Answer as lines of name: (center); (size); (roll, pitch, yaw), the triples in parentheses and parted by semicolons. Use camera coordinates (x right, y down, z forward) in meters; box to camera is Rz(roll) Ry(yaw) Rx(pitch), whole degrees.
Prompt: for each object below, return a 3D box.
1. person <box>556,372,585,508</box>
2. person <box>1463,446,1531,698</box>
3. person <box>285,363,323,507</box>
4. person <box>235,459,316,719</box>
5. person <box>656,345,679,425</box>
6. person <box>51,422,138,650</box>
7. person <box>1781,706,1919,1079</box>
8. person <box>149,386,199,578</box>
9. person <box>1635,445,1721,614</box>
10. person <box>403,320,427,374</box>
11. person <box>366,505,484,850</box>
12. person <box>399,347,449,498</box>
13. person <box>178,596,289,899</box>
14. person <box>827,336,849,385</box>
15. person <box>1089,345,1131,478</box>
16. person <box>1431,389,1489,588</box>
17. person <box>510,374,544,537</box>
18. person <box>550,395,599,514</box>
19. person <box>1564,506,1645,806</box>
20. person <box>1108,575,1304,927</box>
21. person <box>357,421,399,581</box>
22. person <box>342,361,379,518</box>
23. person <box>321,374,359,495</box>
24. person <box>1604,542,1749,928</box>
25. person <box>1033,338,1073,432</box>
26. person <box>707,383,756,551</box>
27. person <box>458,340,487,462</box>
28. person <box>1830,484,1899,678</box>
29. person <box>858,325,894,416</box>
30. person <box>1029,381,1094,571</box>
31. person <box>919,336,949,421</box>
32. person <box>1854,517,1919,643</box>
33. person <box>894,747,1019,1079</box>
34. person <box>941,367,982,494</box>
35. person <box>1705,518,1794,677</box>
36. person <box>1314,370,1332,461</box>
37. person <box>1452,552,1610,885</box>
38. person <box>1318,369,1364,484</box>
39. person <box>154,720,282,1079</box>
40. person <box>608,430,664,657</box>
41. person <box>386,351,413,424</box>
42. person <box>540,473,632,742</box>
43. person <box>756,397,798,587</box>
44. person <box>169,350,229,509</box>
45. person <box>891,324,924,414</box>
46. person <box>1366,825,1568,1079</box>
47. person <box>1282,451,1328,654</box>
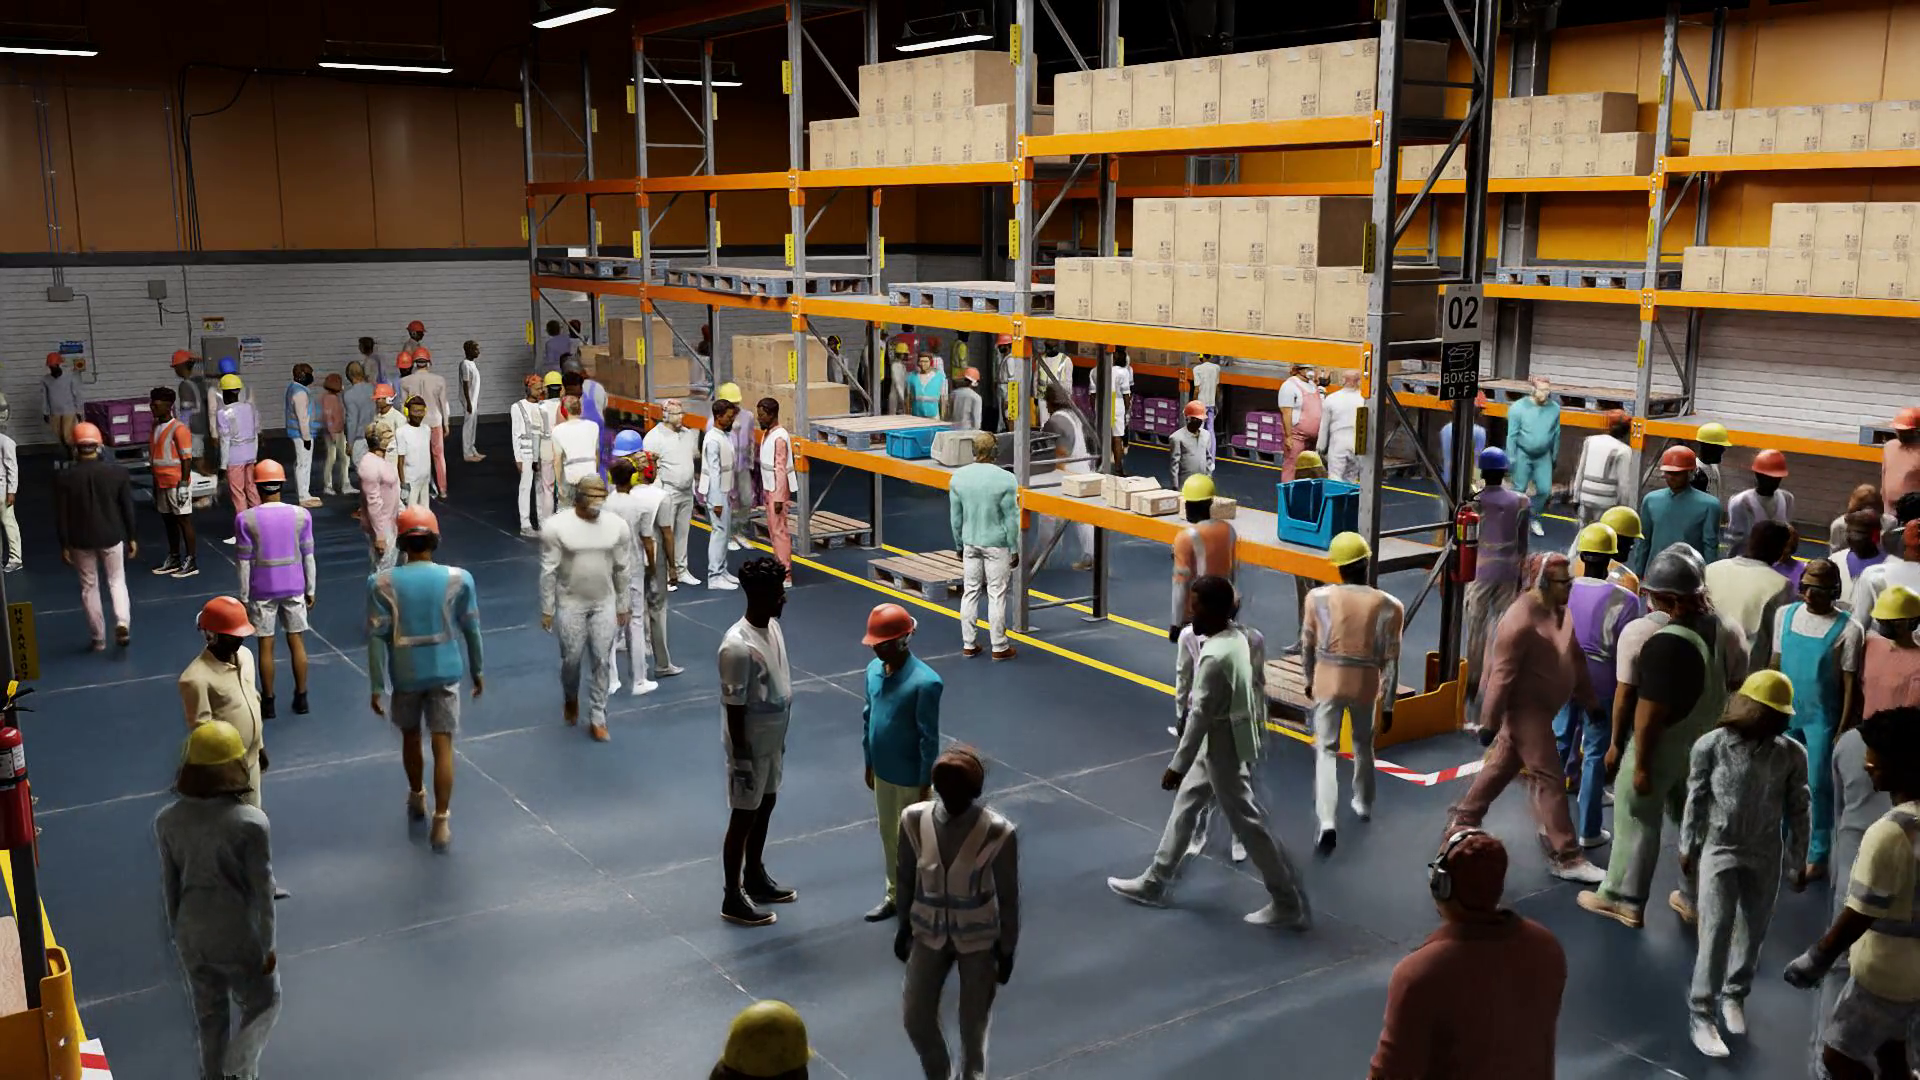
person: (-4.367, -0.915, 18.727); (0.366, 1.963, 0.610); (-3, 11, -15)
person: (4.072, 0.252, 12.810); (0.605, 1.944, 0.403); (-2, 11, -9)
person: (-8.374, -1.338, 21.250); (0.431, 1.835, 0.623); (-5, 12, -26)
person: (-5.057, 0.361, 12.316); (0.549, 1.924, 0.391); (-8, 14, -35)
person: (-4.947, -2.647, 27.940); (0.503, 1.837, 0.351); (0, 11, 1)
person: (-7.302, -0.009, 14.084); (0.616, 1.977, 0.601); (-7, 13, -33)
person: (3.455, 1.559, 6.122); (0.624, 1.938, 0.570); (-9, 14, -38)
person: (-8.126, -0.600, 17.114); (0.609, 1.966, 0.364); (7, 13, 33)
person: (5.422, 0.268, 12.636); (0.397, 1.990, 0.619); (-11, 15, -43)
person: (-8.939, -2.616, 27.390); (0.408, 1.986, 0.617); (0, 11, 2)
person: (-3.193, 0.774, 9.977); (0.642, 1.998, 0.977); (-4, 12, -18)
person: (-7.028, -1.533, 21.854); (0.617, 1.986, 0.411); (-3, 11, -15)
person: (-3.837, 1.142, 8.787); (0.350, 1.739, 0.574); (1, 11, 7)
person: (-1.917, -2.247, 25.831); (0.506, 1.861, 0.330); (10, 15, 42)
person: (2.103, -1.796, 23.235); (0.603, 1.966, 0.368); (5, 12, 24)
person: (5.105, -0.517, 16.621); (1.021, 1.986, 0.630); (-5, 12, -25)
person: (-4.937, -0.980, 19.292); (0.358, 1.880, 0.575); (8, 13, 35)
person: (-4.098, -0.628, 17.658); (0.595, 1.813, 0.816); (-9, 14, -37)
person: (4.036, 0.729, 10.453); (0.399, 1.914, 0.594); (-4, 12, -18)
person: (1.339, 1.106, 8.701); (1.065, 1.861, 0.588); (3, 11, 14)
person: (-5.027, -0.074, 14.496); (0.373, 1.940, 0.630); (-2, 11, -11)
person: (-7.333, -1.227, 20.403); (0.379, 1.937, 0.629); (3, 11, 15)
person: (-8.296, -1.396, 22.082); (0.495, 1.616, 0.583); (1, 11, 7)
person: (3.676, 1.008, 8.692); (0.674, 2.000, 0.535); (-1, 11, -5)
person: (1.416, -2.208, 25.670); (0.633, 1.839, 0.429); (5, 12, 25)
person: (-2.486, -0.796, 18.299); (0.635, 1.891, 0.542); (-7, 13, -33)
person: (-7.383, -2.097, 25.117); (0.348, 1.838, 0.505); (-1, 11, -5)
person: (7.168, 0.342, 13.206); (0.537, 1.605, 0.400); (3, 11, 15)
person: (-1.377, -2.469, 26.487); (0.536, 2.000, 0.683); (7, 13, 33)
person: (1.064, -0.692, 17.396); (0.947, 2.000, 0.708); (7, 13, 34)
person: (-0.357, -2.207, 25.615); (0.679, 1.862, 0.590); (-5, 12, -26)
person: (5.809, 0.786, 10.282); (0.600, 1.872, 0.492); (6, 13, 30)
person: (-0.021, 1.613, 6.646); (0.545, 1.622, 0.378); (3, 12, 17)
person: (0.005, -1.425, 21.971); (0.588, 1.718, 0.685); (9, 14, 37)
person: (4.796, 0.778, 10.350); (0.798, 1.866, 0.600); (-5, 12, -22)
person: (4.867, -1.487, 22.490); (0.307, 1.639, 0.525); (1, 11, 6)
person: (3.254, 0.962, 9.434); (1.027, 1.852, 0.636); (9, 14, 38)
person: (4.658, -1.114, 19.991); (0.682, 1.874, 0.793); (1, 11, 6)
person: (-2.944, 1.575, 6.603); (0.481, 1.726, 0.479); (1, 11, 7)
person: (-2.743, 0.023, 14.015); (0.620, 1.934, 0.422); (8, 14, 36)
person: (-7.272, -1.525, 21.949); (0.542, 1.928, 0.374); (-4, 12, -21)
person: (-2.649, 0.461, 11.807); (0.644, 1.920, 0.493); (-5, 12, -24)
person: (-1.840, -0.476, 16.643); (0.410, 1.908, 0.598); (-4, 12, -18)
person: (-9.708, -1.400, 21.071); (0.486, 2.012, 0.642); (-1, 11, -4)
person: (-0.945, -3.074, 30.146); (0.627, 1.835, 0.432); (2, 11, 8)
person: (1.486, 1.800, 5.014); (0.751, 1.897, 0.401); (-6, 13, -30)
person: (2.947, 0.106, 14.094); (0.305, 1.737, 0.484); (10, 15, 41)
